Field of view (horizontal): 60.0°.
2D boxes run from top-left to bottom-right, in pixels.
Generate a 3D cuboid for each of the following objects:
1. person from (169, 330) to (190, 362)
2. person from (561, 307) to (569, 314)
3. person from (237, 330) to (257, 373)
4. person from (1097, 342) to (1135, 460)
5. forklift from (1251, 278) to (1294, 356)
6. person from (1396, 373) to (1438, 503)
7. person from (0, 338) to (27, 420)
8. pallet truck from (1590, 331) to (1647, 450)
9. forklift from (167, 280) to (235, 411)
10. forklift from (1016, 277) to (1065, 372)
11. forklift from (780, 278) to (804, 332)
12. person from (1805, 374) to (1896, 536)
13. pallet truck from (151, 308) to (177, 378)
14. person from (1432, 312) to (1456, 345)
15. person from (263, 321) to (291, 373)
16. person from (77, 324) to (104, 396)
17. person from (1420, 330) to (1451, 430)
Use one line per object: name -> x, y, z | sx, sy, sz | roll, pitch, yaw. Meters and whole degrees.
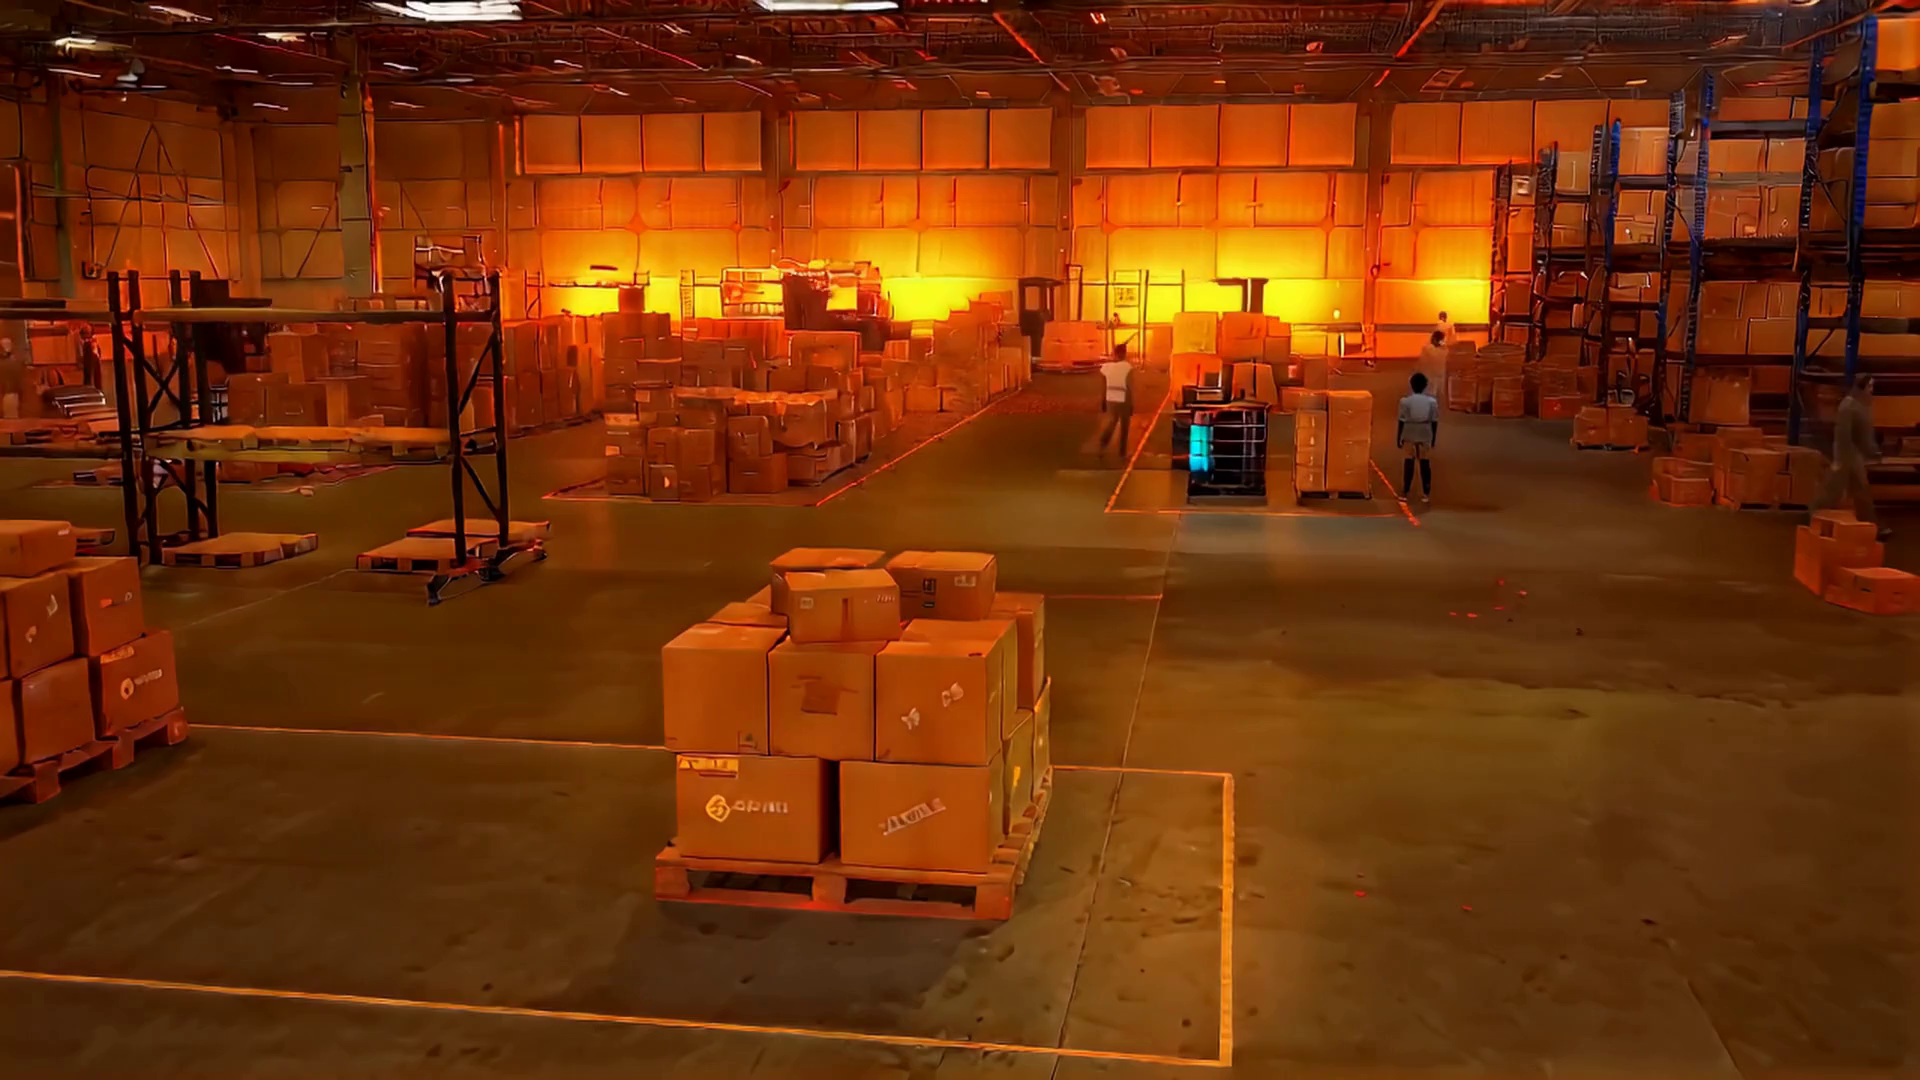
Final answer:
person -> -18.695, -4.256, 40.048 | 0.726, 1.607, 0.531 | 2, 9, 12
person -> -11.733, -5.956, 49.545 | 0.548, 1.937, 0.379 | -7, 11, -36
person -> -15.683, -3.740, 36.505 | 0.482, 1.735, 0.326 | -3, 10, -16
person -> 2.495, -2.205, 26.539 | 0.595, 1.901, 0.667 | 7, 12, 37
forklift -> 7.678, -5.359, 42.964 | 1.873, 2.768, 1.129 | 2, 9, 9
person -> 5.962, -1.326, 21.730 | 0.542, 1.695, 0.316 | 0, 9, -2
person -> -15.952, -2.399, 27.696 | 0.659, 1.915, 0.784 | 5, 10, 28
pallet truck -> 11.253, -2.573, 28.499 | 0.823, 1.965, 1.885 | 5, 10, 27
forklift -> -15.893, -4.164, 35.595 | 1.873, 2.768, 1.129 | -8, 12, -41
forklift -> 2.157, -6.481, 49.887 | 1.129, 2.768, 1.873 | -6, 11, -31
forklift -> -4.257, -5.269, 42.409 | 1.873, 2.768, 1.129 | 1, 9, 9
person -> 10.378, -1.006, 19.336 | 0.993, 1.845, 0.620 | 7, 12, 38
pallet truck -> -21.869, -5.598, 47.154 | 0.823, 1.965, 1.885 | 4, 10, 26
person -> 13.107, -5.202, 44.955 | 0.648, 1.932, 0.992 | 7, 12, 38
person -> -15.859, -4.187, 38.756 | 0.638, 1.909, 0.916 | -1, 9, -5
person -> -19.352, -3.882, 37.040 | 0.507, 1.847, 0.345 | -2, 9, -14
person -> 9.051, -3.068, 31.802 | 0.625, 1.918, 0.575 | -2, 9, -10
